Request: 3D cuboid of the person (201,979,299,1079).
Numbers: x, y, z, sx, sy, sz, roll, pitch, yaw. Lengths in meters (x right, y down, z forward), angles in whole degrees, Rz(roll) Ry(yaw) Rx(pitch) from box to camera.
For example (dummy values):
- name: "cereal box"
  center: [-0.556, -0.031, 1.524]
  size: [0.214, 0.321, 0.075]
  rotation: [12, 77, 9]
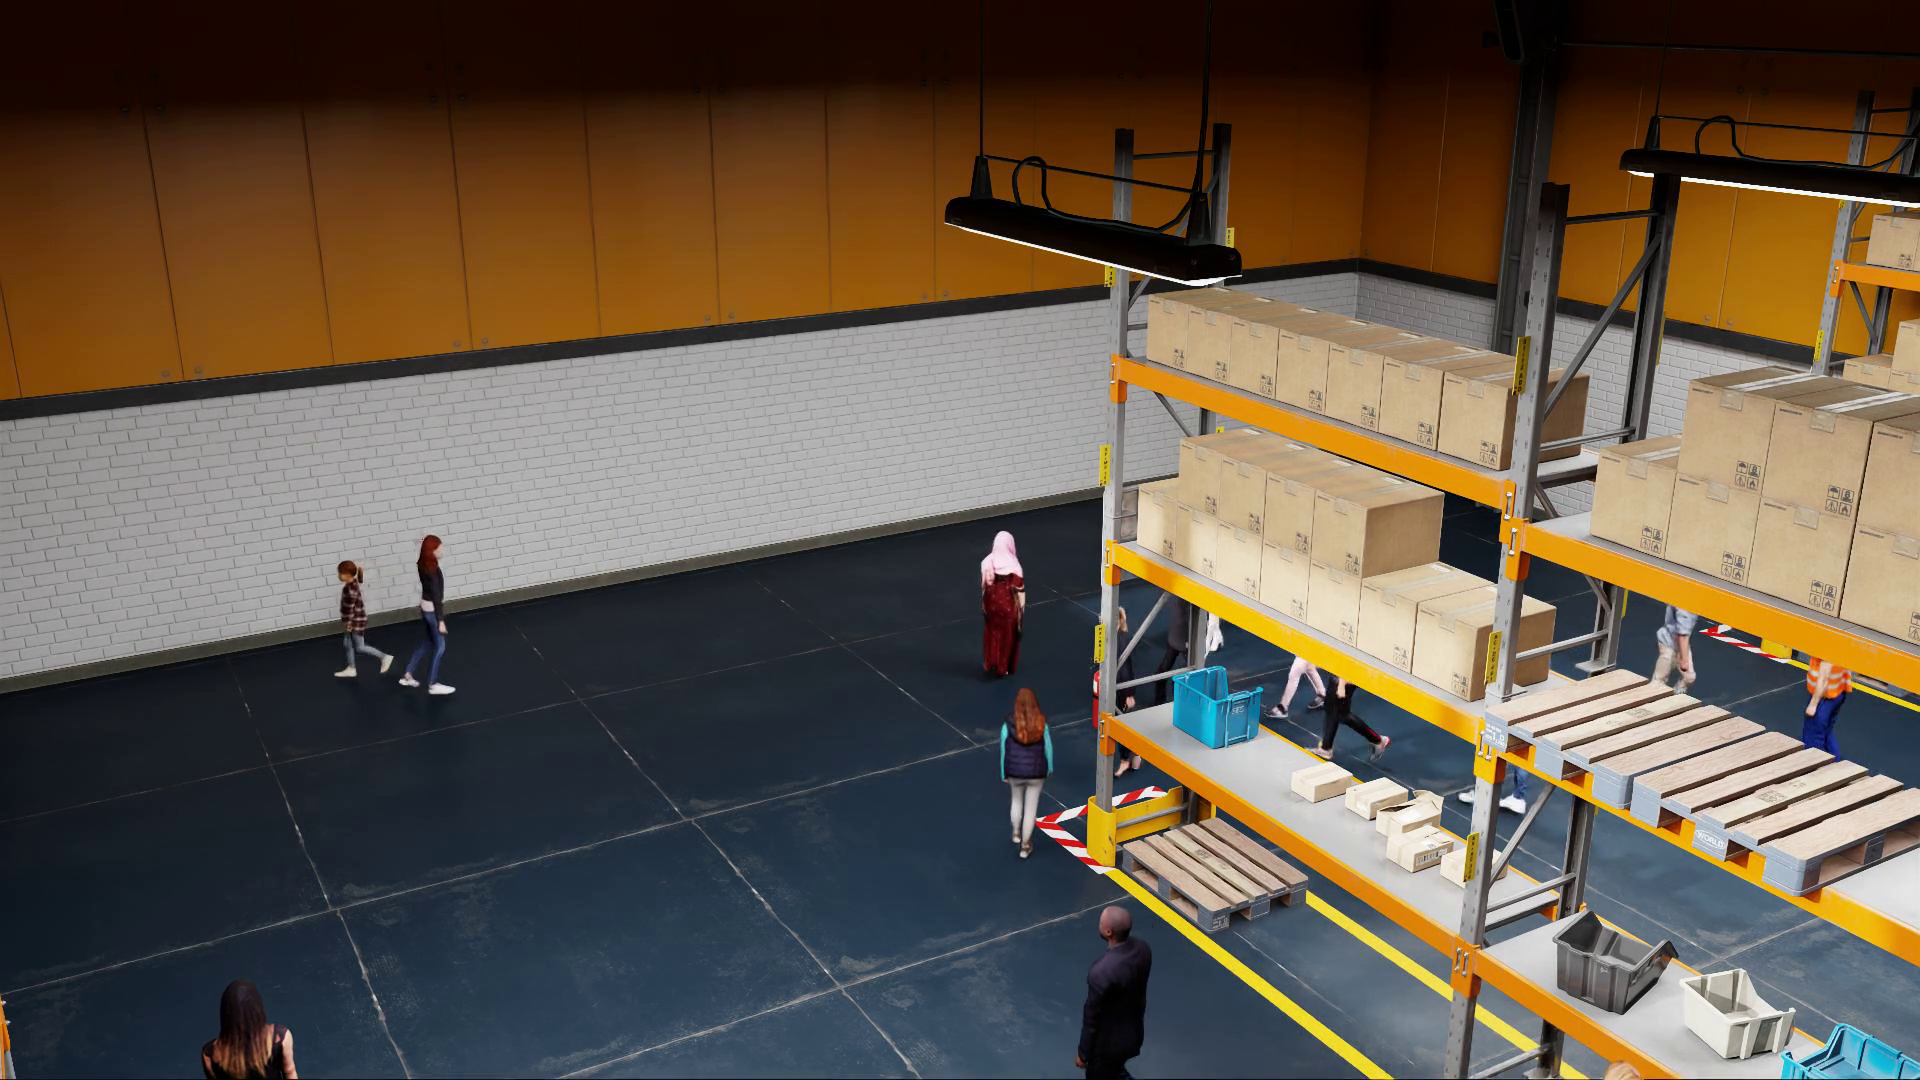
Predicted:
- name: "person"
  center: [-4.031, 3.308, 9.533]
  size: [0.632, 1.712, 0.596]
  rotation: [-9, 21, -26]

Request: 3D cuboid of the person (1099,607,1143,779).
- name: "person"
  center: [1.535, 1.396, 15.268]
  size: [0.778, 1.674, 0.686]
  rotation: [-8, 20, -22]

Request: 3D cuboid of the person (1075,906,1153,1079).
- name: "person"
  center: [0.982, 3.054, 10.129]
  size: [0.979, 1.812, 0.877]
  rotation: [14, 23, 35]

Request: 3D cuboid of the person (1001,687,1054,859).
- name: "person"
  center: [0.548, 1.961, 13.887]
  size: [0.807, 1.485, 0.873]
  rotation: [4, 19, 13]

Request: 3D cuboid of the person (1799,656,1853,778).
- name: "person"
  center: [7.831, 1.386, 14.952]
  size: [0.858, 1.896, 0.803]
  rotation: [17, 25, 41]

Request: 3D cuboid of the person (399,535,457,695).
- name: "person"
  center: [-5.411, 0.781, 16.969]
  size: [0.797, 1.755, 0.777]
  rotation: [-11, 22, -30]

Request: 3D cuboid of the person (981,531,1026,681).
- name: "person"
  center: [0.408, 0.706, 17.393]
  size: [0.764, 1.626, 0.843]
  rotation: [9, 21, 25]

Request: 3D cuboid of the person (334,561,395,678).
- name: "person"
  center: [-6.308, 0.844, 17.515]
  size: [0.611, 1.287, 0.778]
  rotation: [-8, 20, -23]
